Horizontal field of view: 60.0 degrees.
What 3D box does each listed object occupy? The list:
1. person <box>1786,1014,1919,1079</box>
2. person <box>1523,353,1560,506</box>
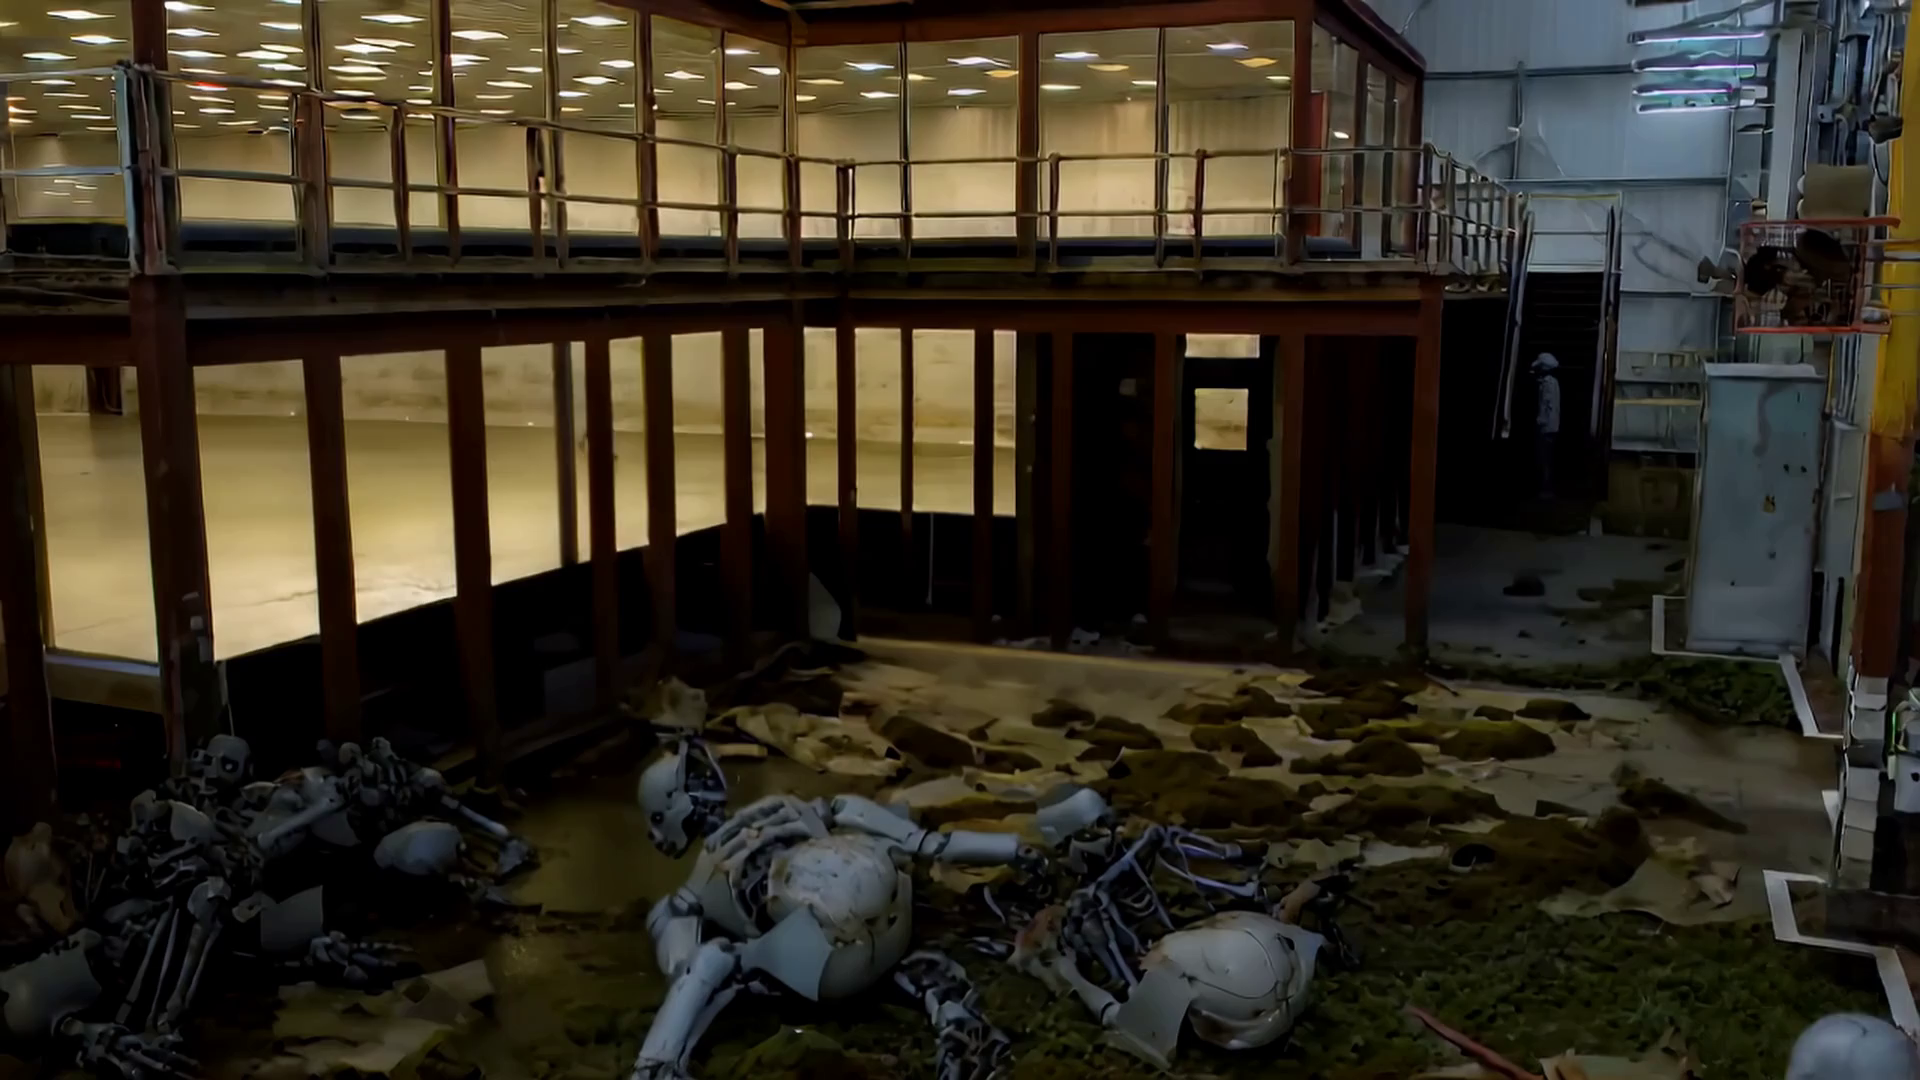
[{"bbox_3d":[1.512,1.660,2.907,0.656,1.889,1.021,4,10,22],"label":"person"},{"bbox_3d":[7.585,-1.432,21.621,0.382,1.996,0.608,2,9,10],"label":"person"}]
